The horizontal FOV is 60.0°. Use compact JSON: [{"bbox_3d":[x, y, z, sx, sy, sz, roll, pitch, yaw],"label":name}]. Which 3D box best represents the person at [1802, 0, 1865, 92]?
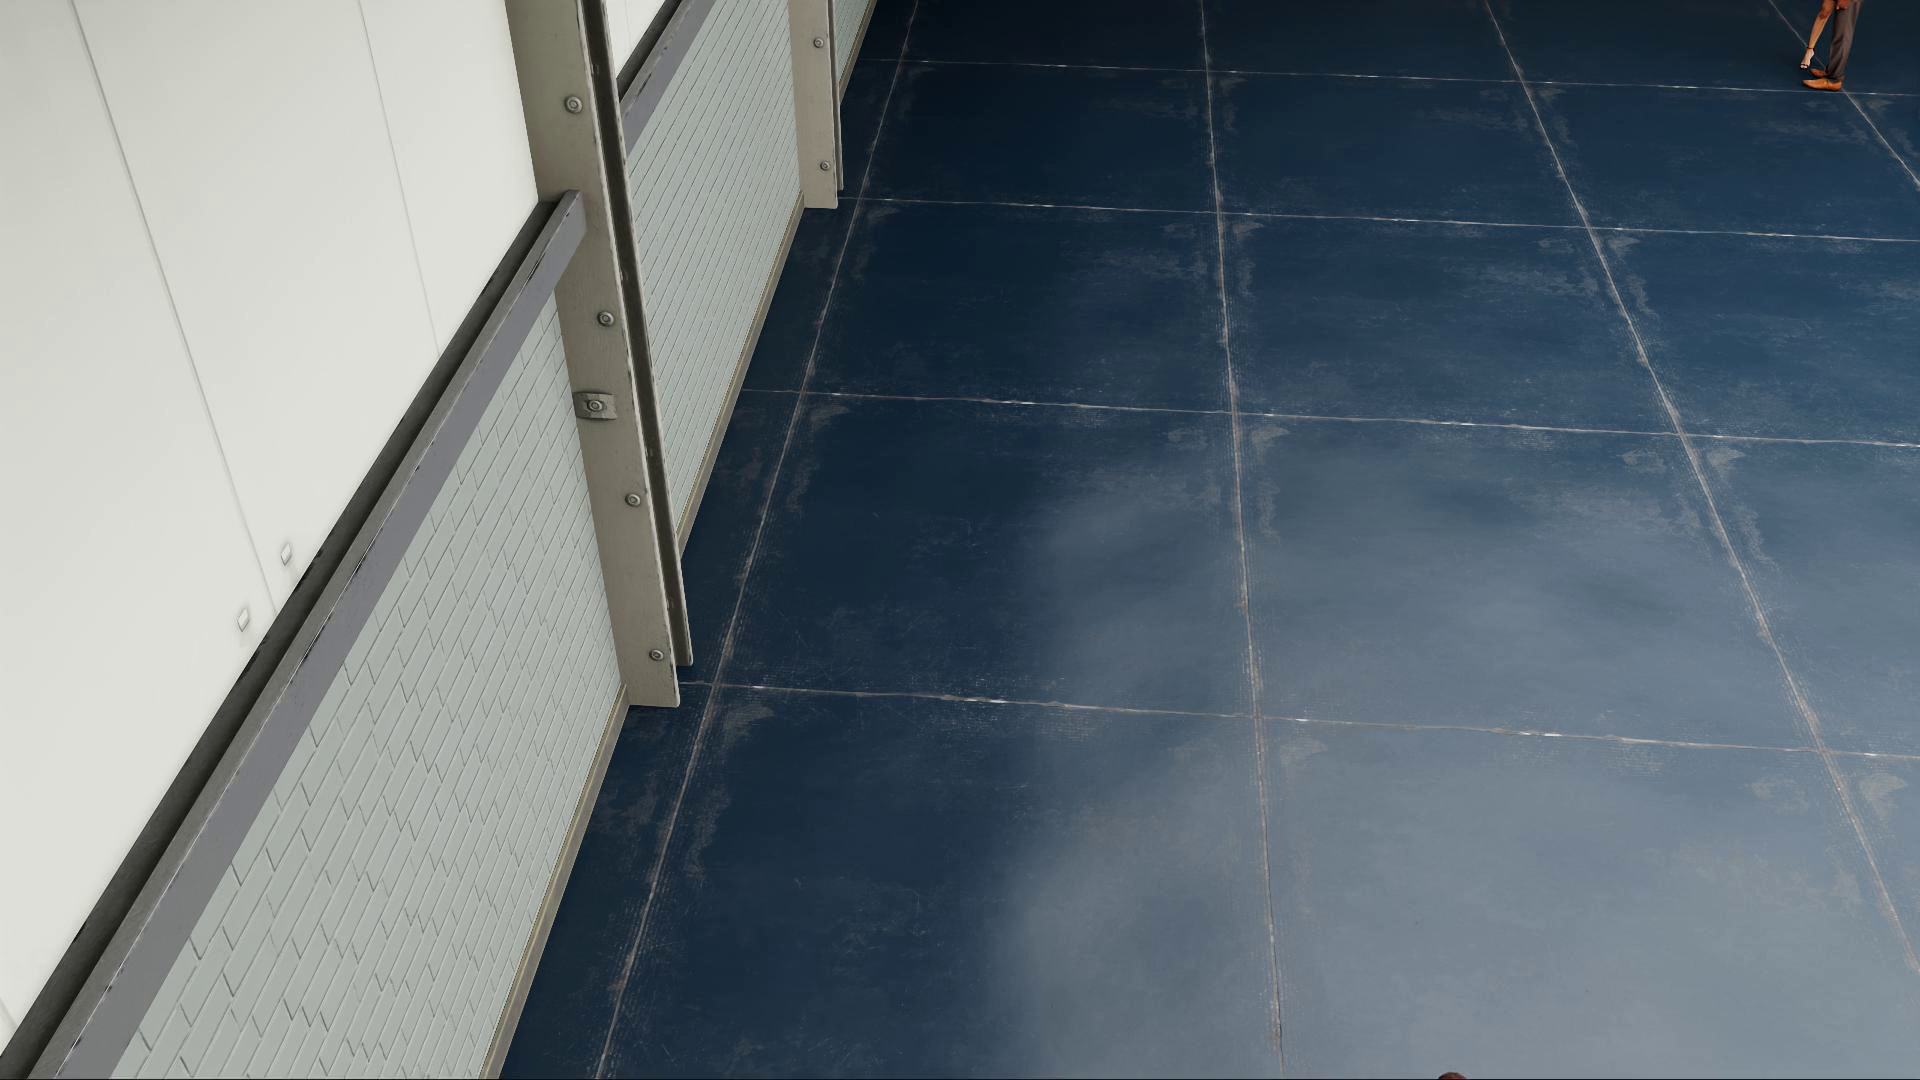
[{"bbox_3d":[8.241,-5.100,15.285,0.855,1.907,0.724,21,43,25],"label":"person"}]
